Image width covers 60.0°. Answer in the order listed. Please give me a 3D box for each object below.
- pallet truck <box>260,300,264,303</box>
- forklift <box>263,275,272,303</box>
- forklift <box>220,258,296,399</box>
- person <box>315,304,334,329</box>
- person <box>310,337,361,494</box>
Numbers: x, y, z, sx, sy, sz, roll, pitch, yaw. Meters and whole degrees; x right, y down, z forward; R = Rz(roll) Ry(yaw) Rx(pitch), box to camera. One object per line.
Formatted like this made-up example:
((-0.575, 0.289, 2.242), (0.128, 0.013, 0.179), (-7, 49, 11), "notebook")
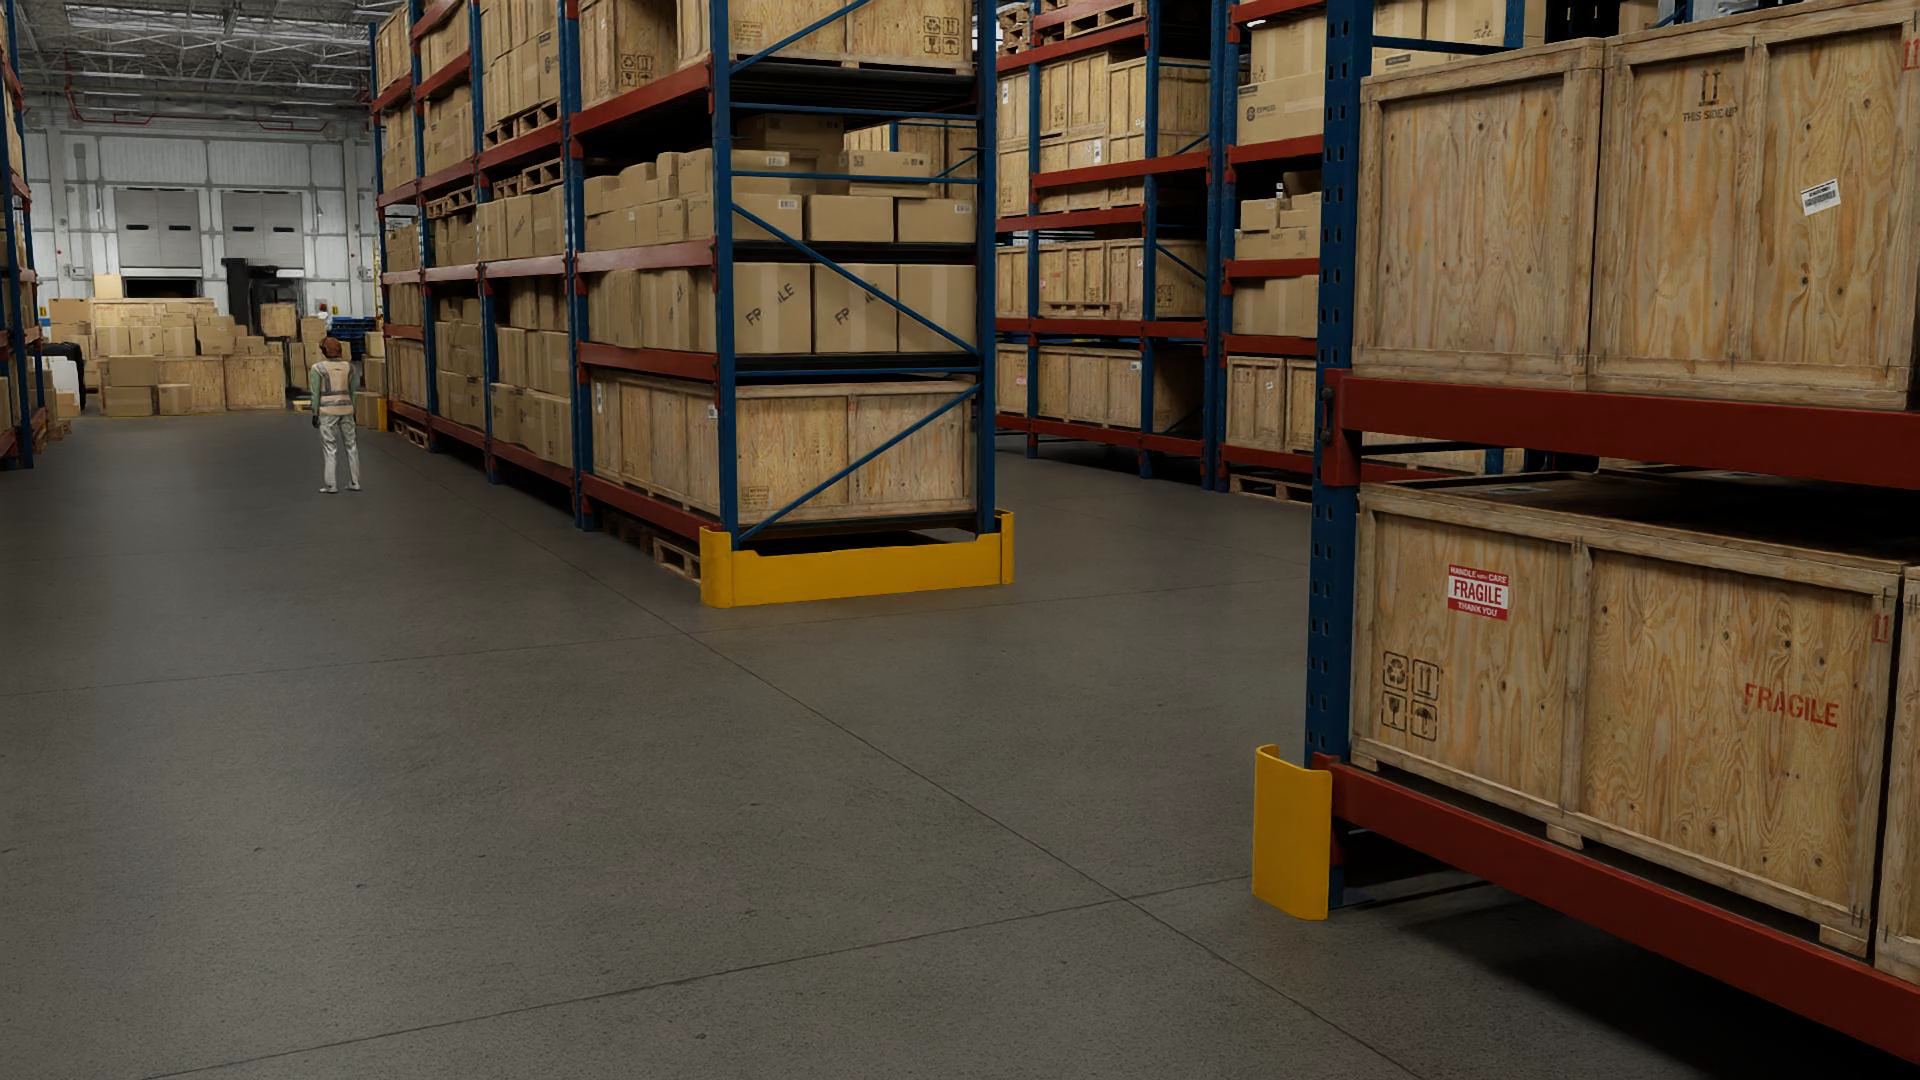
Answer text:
((-23.913, -7.404, 58.171), (1.885, 1.965, 0.823), (-1, 8, -9), "pallet truck")
((-17.112, -5.252, 40.304), (1.129, 2.768, 1.873), (-4, 9, -26), "forklift")
((-14.315, -4.194, 33.009), (1.873, 2.768, 1.129), (-4, 9, -26), "forklift")
((-21.425, -7.041, 56.220), (0.584, 1.830, 0.979), (0, 8, 3), "person")
((-6.515, -1.299, 17.345), (0.315, 1.630, 0.511), (7, 11, 38), "person")
